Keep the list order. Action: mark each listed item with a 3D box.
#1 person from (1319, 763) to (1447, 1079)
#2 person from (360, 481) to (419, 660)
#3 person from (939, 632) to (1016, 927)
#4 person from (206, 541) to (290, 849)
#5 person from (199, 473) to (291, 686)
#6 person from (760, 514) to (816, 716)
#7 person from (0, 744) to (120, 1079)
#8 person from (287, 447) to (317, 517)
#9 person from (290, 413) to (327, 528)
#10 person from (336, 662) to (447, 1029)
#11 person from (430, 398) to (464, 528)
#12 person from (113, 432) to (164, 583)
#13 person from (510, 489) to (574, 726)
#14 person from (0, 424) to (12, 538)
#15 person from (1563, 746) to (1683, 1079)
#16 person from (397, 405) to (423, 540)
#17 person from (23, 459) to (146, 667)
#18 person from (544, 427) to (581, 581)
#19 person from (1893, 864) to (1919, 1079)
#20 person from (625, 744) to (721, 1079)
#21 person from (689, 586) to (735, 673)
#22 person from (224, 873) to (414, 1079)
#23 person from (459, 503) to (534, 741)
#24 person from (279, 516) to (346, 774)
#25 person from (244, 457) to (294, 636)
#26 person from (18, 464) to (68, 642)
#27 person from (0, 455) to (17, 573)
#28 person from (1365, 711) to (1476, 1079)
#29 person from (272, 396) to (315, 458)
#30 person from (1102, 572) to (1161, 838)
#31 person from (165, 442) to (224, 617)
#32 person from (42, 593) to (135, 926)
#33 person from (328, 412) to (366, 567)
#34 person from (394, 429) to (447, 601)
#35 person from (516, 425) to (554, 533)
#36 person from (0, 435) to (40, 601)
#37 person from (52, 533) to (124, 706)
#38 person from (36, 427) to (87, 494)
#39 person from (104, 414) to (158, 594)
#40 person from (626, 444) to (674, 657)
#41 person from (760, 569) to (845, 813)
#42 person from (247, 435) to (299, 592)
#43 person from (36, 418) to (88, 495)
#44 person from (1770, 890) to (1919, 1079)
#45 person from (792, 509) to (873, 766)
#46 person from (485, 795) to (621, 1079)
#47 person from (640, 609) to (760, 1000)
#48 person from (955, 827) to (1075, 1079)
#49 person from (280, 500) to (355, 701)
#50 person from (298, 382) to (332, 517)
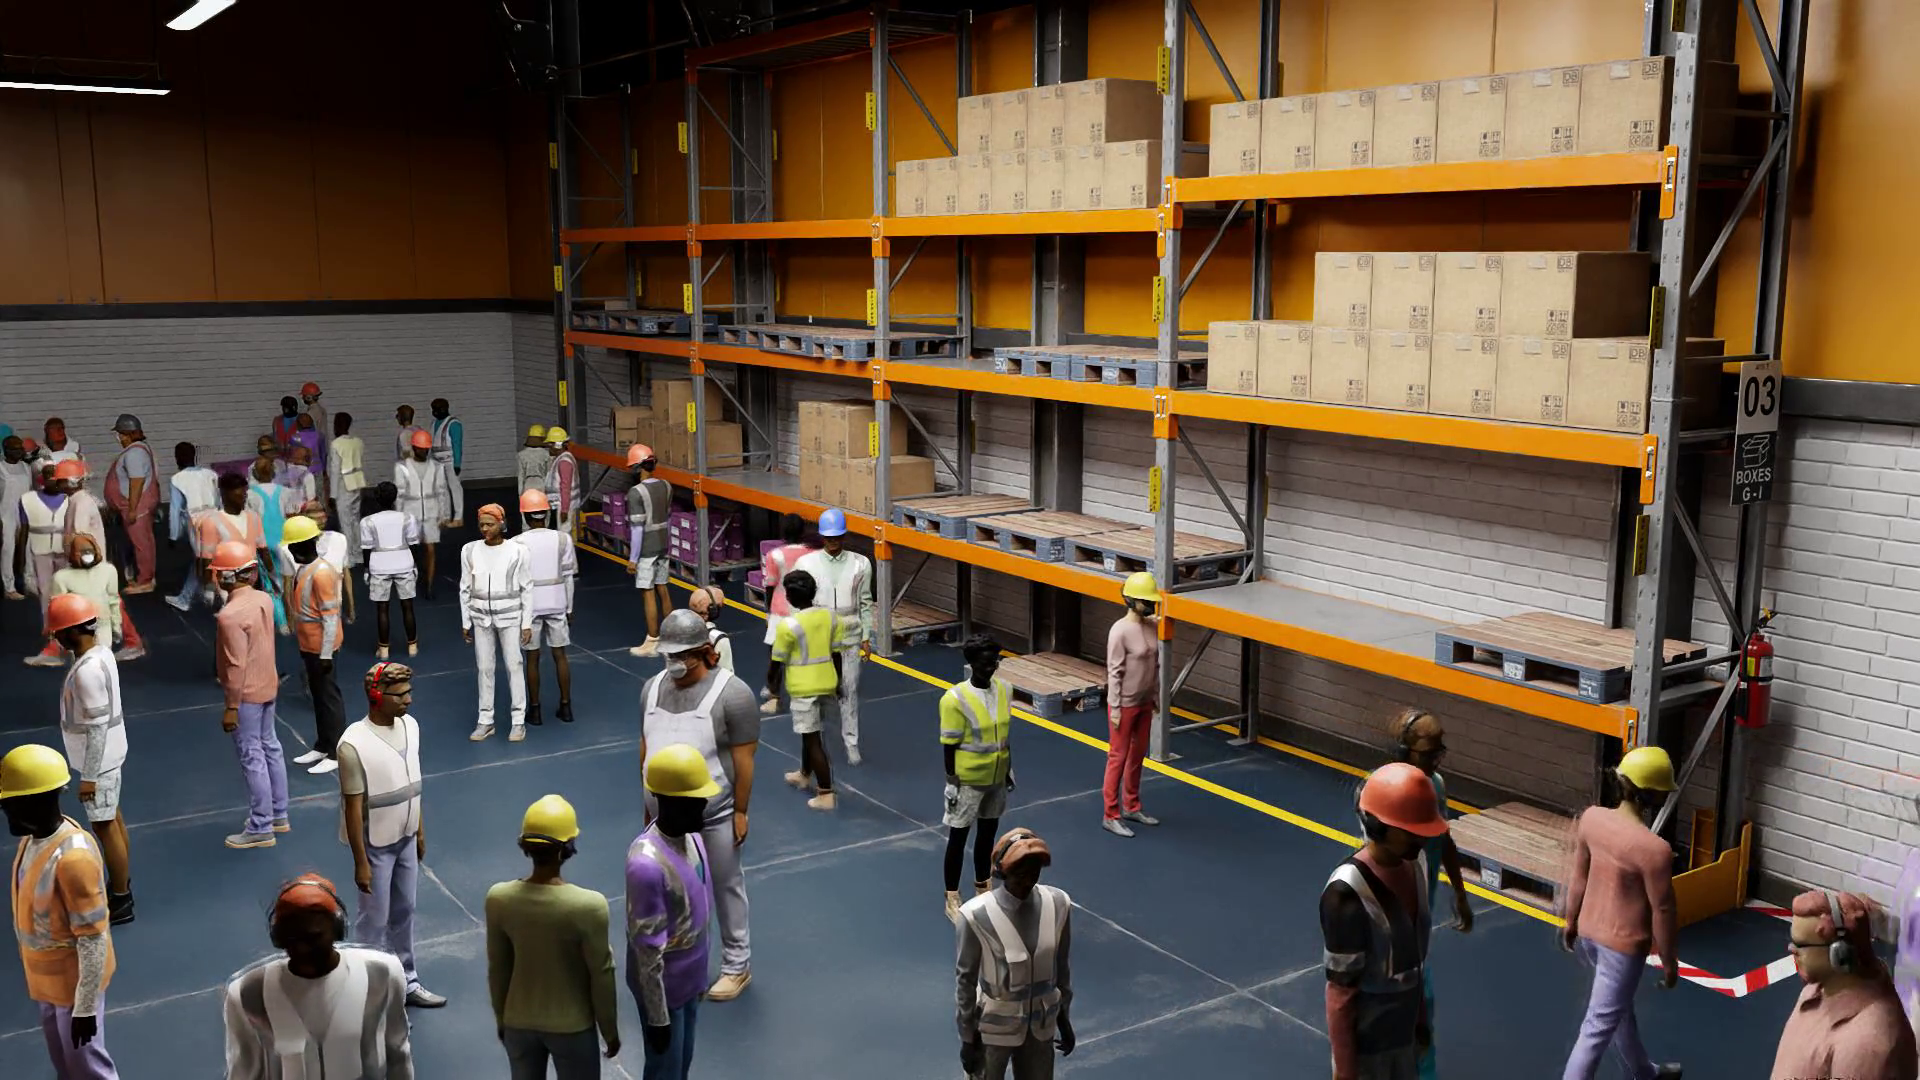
[{"bbox_3d":[1.541,1.775,6.036,0.410,2.029,0.619,9,13,41],"label":"person"},{"bbox_3d":[-5.380,0.289,15.726,0.531,1.698,0.320,-5,11,-27],"label":"person"},{"bbox_3d":[0.109,1.349,9.498,0.539,1.698,0.319,-9,13,-41],"label":"person"},{"bbox_3d":[-4.613,0.990,10.743,0.397,1.992,0.623,0,10,0],"label":"person"},{"bbox_3d":[-6.243,0.365,14.595,0.983,1.917,0.639,4,10,20],"label":"person"},{"bbox_3d":[-1.364,0.607,14.022,0.718,1.653,0.477,-5,11,-28],"label":"person"},{"bbox_3d":[-3.552,1.736,6.563,0.387,1.926,0.591,-9,13,-43],"label":"person"},{"bbox_3d":[-7.662,-0.275,19.316,0.546,1.602,0.503,8,13,40],"label":"person"},{"bbox_3d":[-9.078,-0.956,23.209,0.308,1.639,0.510,9,13,43],"label":"person"},{"bbox_3d":[-2.845,1.500,8.225,0.394,1.836,0.560,3,10,15],"label":"person"},{"bbox_3d":[-7.238,-1.088,23.440,0.634,1.833,0.430,9,13,42],"label":"person"},{"bbox_3d":[-9.470,-0.370,19.164,0.518,1.847,0.422,-9,13,-42],"label":"person"},{"bbox_3d":[-3.419,0.545,13.564,0.547,1.930,0.390,-5,11,-25],"label":"person"},{"bbox_3d":[-13.132,-0.918,22.526,0.687,1.797,0.623,5,11,27],"label":"person"},{"bbox_3d":[2.944,1.723,7.209,0.883,1.723,0.536,-3,10,-17],"label":"person"},{"bbox_3d":[-7.319,-0.881,22.159,0.327,1.843,0.514,1,10,7],"label":"person"},{"bbox_3d":[-8.171,0.216,15.467,1.014,1.943,0.609,-8,13,-40],"label":"person"},{"bbox_3d":[-4.664,-0.421,19.550,0.403,1.822,0.596,-3,10,-17],"label":"person"},{"bbox_3d":[3.501,1.785,6.030,0.605,2.016,0.639,7,12,37],"label":"person"},{"bbox_3d":[-1.114,1.734,6.569,0.386,1.926,0.591,1,10,6],"label":"person"},{"bbox_3d":[-1.668,1.120,11.016,0.512,1.642,0.312,9,13,42],"label":"person"},{"bbox_3d":[-2.115,1.964,5.538,0.575,1.836,1.012,-3,10,-20],"label":"person"},{"bbox_3d":[-3.643,0.649,13.073,0.582,1.882,0.351,1,10,3],"label":"person"},{"bbox_3d":[-4.766,0.767,12.284,0.392,1.916,0.588,-7,12,-34],"label":"person"},{"bbox_3d":[-7.005,0.052,16.849,0.524,1.799,0.951,-8,13,-40],"label":"person"},{"bbox_3d":[-8.763,0.172,16.117,0.587,1.791,0.953,-8,12,-38],"label":"person"},{"bbox_3d":[-11.606,-0.447,19.958,0.591,1.723,0.526,-6,11,-32],"label":"person"},{"bbox_3d":[2.063,1.647,7.381,0.614,1.815,0.558,9,13,43],"label":"person"},{"bbox_3d":[-9.464,-1.122,23.590,0.629,1.843,0.429,1,10,5],"label":"person"},{"bbox_3d":[1.160,1.072,10.963,0.341,1.760,0.528,8,12,39],"label":"person"},{"bbox_3d":[-8.078,-0.108,17.609,1.032,1.855,0.593,3,10,18],"label":"person"},{"bbox_3d":[-4.934,1.246,9.438,0.374,1.928,0.542,-4,10,-22],"label":"person"},{"bbox_3d":[-7.526,-0.619,20.432,0.408,1.915,0.590,2,10,13],"label":"person"},{"bbox_3d":[-5.964,-0.284,18.425,0.553,1.920,0.474,-5,11,-26],"label":"person"},{"bbox_3d":[-5.246,-0.566,20.649,0.488,1.733,0.328,1,10,6],"label":"person"},{"bbox_3d":[-10.486,-0.248,18.469,0.353,1.838,0.505,4,11,23],"label":"person"},{"bbox_3d":[-7.056,0.726,13.418,0.459,1.614,0.502,8,12,38],"label":"person"},{"bbox_3d":[-10.234,-0.358,18.983,0.355,1.884,0.575,5,11,27],"label":"person"},{"bbox_3d":[-9.400,-0.416,18.861,0.536,2.000,0.676,-3,10,-18],"label":"person"},{"bbox_3d":[-2.981,0.101,15.849,0.400,2.033,0.605,4,11,24],"label":"person"},{"bbox_3d":[-1.110,1.016,11.539,0.800,1.656,0.548,9,13,41],"label":"person"},{"bbox_3d":[-7.742,-0.288,18.770,0.391,1.827,0.664,4,10,22],"label":"person"},{"bbox_3d":[-11.215,-0.617,20.745,0.590,1.812,0.815,-8,13,-39],"label":"person"},{"bbox_3d":[2.660,1.993,5.264,0.998,1.850,0.655,3,10,17],"label":"person"},{"bbox_3d":[-0.948,0.728,12.419,0.605,1.948,0.384,-2,10,-11],"label":"person"},{"bbox_3d":[-1.559,1.846,6.419,0.534,1.759,0.344,3,10,16],"label":"person"},{"bbox_3d":[-1.387,1.341,8.549,0.682,2.000,0.535,4,11,24],"label":"person"},{"bbox_3d":[0.210,1.901,6.435,0.513,1.640,0.309,-5,11,-28],"label":"person"},{"bbox_3d":[-5.363,0.549,13.857,0.791,1.822,0.575,9,13,41],"label":"person"},{"bbox_3d":[-9.336,-1.283,24.085,0.382,1.995,0.612,-1,10,-5],"label":"person"}]
